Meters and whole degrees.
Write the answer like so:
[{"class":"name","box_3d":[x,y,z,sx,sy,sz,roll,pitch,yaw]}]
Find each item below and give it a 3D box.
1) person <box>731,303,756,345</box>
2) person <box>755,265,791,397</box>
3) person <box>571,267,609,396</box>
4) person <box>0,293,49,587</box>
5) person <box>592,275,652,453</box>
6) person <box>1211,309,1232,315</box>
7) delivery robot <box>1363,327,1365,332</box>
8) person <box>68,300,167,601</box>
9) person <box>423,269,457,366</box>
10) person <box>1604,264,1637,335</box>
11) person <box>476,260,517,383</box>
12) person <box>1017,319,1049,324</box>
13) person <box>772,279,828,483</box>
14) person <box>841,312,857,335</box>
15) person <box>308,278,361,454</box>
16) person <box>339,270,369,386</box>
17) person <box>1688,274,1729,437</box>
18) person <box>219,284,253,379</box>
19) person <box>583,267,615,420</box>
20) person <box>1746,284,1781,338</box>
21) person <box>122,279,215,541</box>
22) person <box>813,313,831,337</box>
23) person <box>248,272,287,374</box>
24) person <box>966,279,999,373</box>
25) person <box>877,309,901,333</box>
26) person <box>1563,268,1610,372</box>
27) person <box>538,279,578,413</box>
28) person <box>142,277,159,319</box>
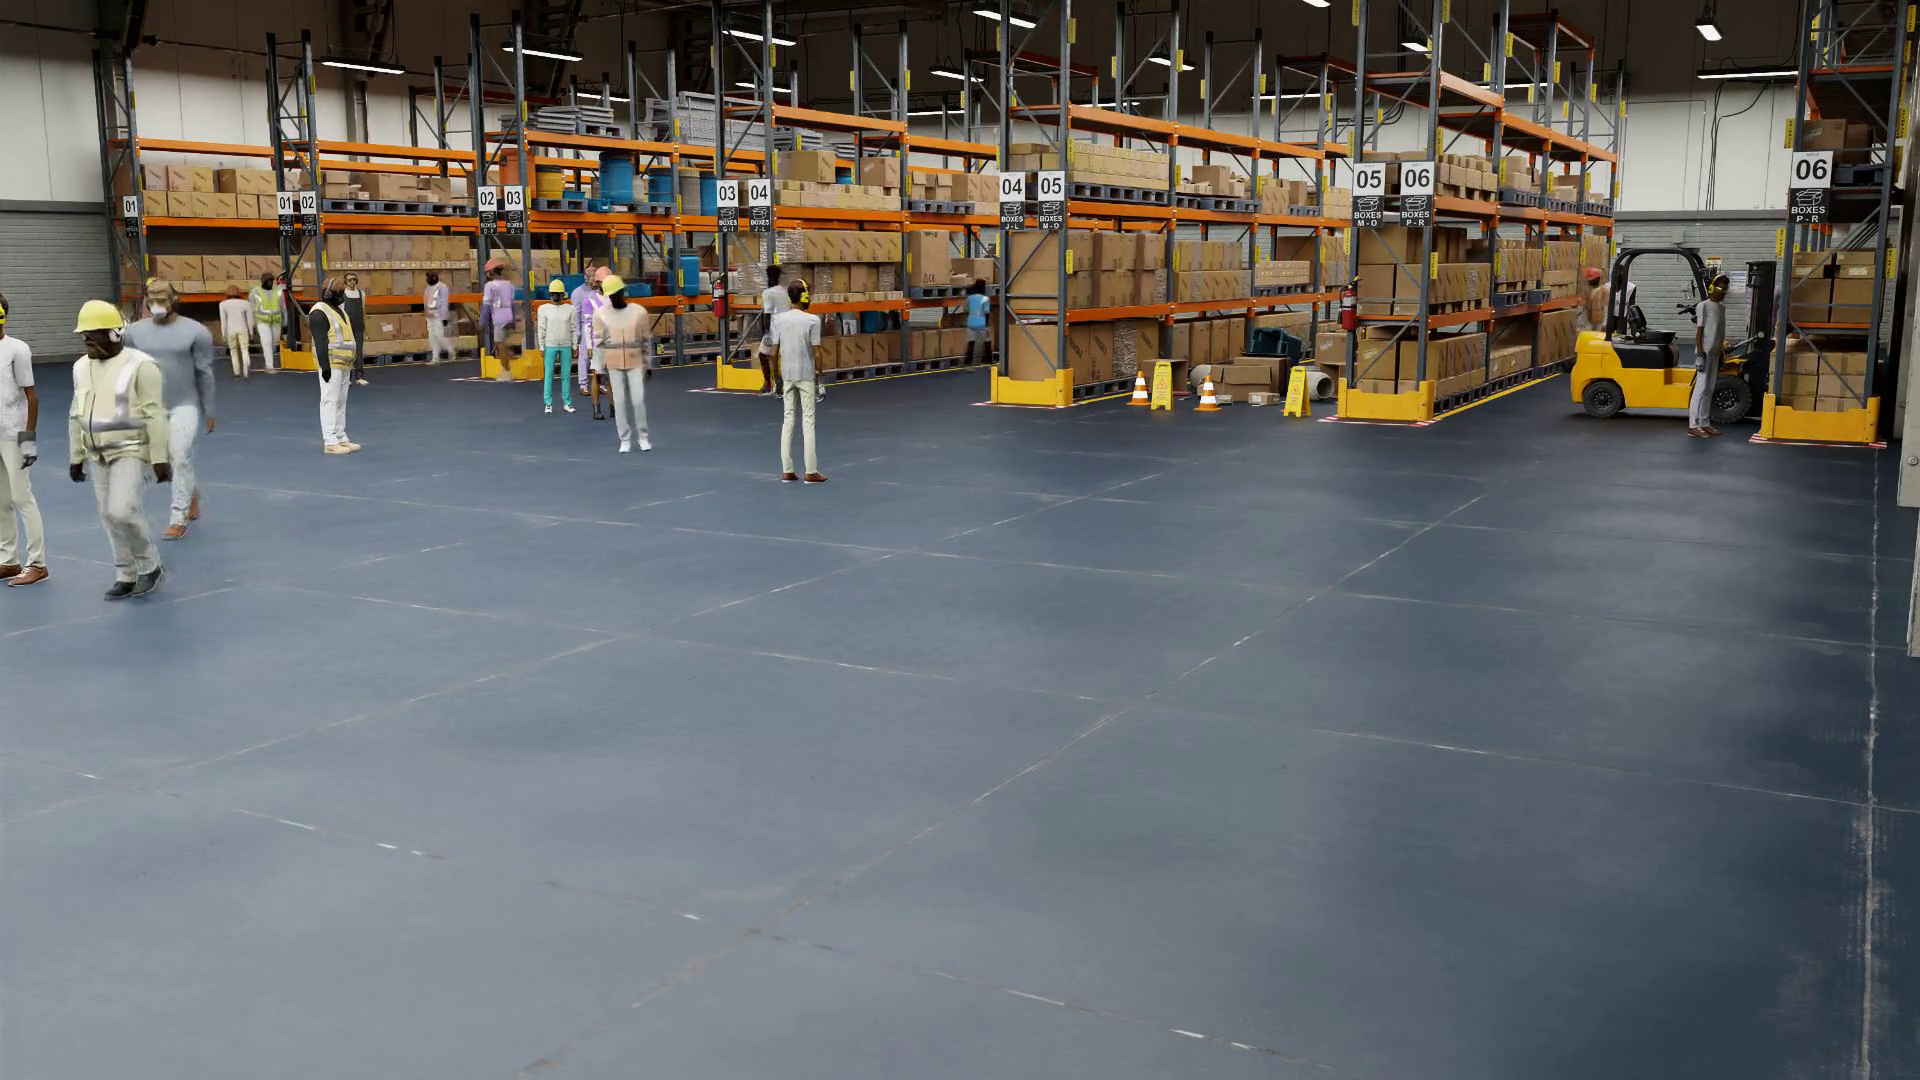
[{"class":"person","box_3d":[-4.673,-4.847,35.922,0.525,1.590,0.819,1,10,4]},{"class":"person","box_3d":[-2.761,-3.077,24.541,0.725,1.936,0.629,7,12,35]},{"class":"person","box_3d":[-5.474,-3.114,24.862,0.643,1.910,0.400,-9,13,-43]},{"class":"person","box_3d":[-6.042,-0.640,10.488,0.533,1.870,0.315,4,10,22]},{"class":"person","box_3d":[-3.545,-1.840,17.470,0.603,1.879,0.561,-2,10,-13]},{"class":"person","box_3d":[5.652,-4.938,36.070,0.492,1.731,0.601,7,12,35]},{"class":"delivery robot","box_3d":[9.144,-4.652,37.544,0.707,0.478,0.477,-2,10,-11]},{"class":"person","box_3d":[-5.064,-0.524,9.977,0.615,1.805,0.439,3,10,19]},{"class":"person","box_3d":[-9.868,-4.192,31.401,0.643,1.830,0.494,7,12,37]},{"class":"person","box_3d":[11.889,-4.015,30.096,0.593,1.922,0.391,6,11,32]},{"class":"person","box_3d":[-7.585,-3.580,27.294,0.653,2.002,0.680,4,10,20]},{"class":"person","box_3d":[1.170,-3.542,27.007,0.606,2.035,0.403,6,11,30]},{"class":"person","box_3d":[-1.472,-1.447,15.229,0.535,1.865,0.311,4,10,21]},{"class":"person","box_3d":[-2.121,-4.264,32.384,0.500,1.636,0.284,8,12,38]},{"class":"person","box_3d":[-6.593,-1.833,17.573,0.429,1.840,0.624,0,10,1]},{"class":"person","box_3d":[-9.726,-3.385,26.626,0.347,1.847,0.505,9,13,44]},{"class":"person","box_3d":[8.659,-2.120,19.175,0.508,1.865,0.329,-7,12,-36]},{"class":"person","box_3d":[-12.160,-3.499,27.996,0.502,1.610,0.611,-5,11,-27]},{"class":"person","box_3d":[-4.503,-2.499,21.169,0.545,1.938,0.355,-7,12,-37]},{"class":"person","box_3d":[13.922,-3.785,28.774,0.587,1.919,0.390,4,11,23]},{"class":"person","box_3d":[-5.862,-0.988,12.407,0.638,1.913,0.835,-1,10,-6]},{"class":"person","box_3d":[-2.593,-3.901,29.408,0.629,1.932,0.362,0,10,2]},{"class":"person","box_3d":[-12.305,-3.862,29.556,0.629,1.811,0.860,-8,13,-41]},{"class":"person","box_3d":[0.385,-3.816,29.700,0.538,1.659,0.836,6,12,32]},{"class":"person","box_3d":[-1.556,-4.834,34.929,0.624,1.930,1.005,7,12,37]},{"class":"person","box_3d":[11.177,-3.885,29.446,0.743,1.888,0.591,-4,11,-23]},{"class":"person","box_3d":[-5.321,-2.564,22.064,0.526,1.765,0.329,-5,11,-27]},{"class":"person","box_3d":[-13.403,-3.494,27.672,0.941,1.714,0.509,-5,11,-28]}]
